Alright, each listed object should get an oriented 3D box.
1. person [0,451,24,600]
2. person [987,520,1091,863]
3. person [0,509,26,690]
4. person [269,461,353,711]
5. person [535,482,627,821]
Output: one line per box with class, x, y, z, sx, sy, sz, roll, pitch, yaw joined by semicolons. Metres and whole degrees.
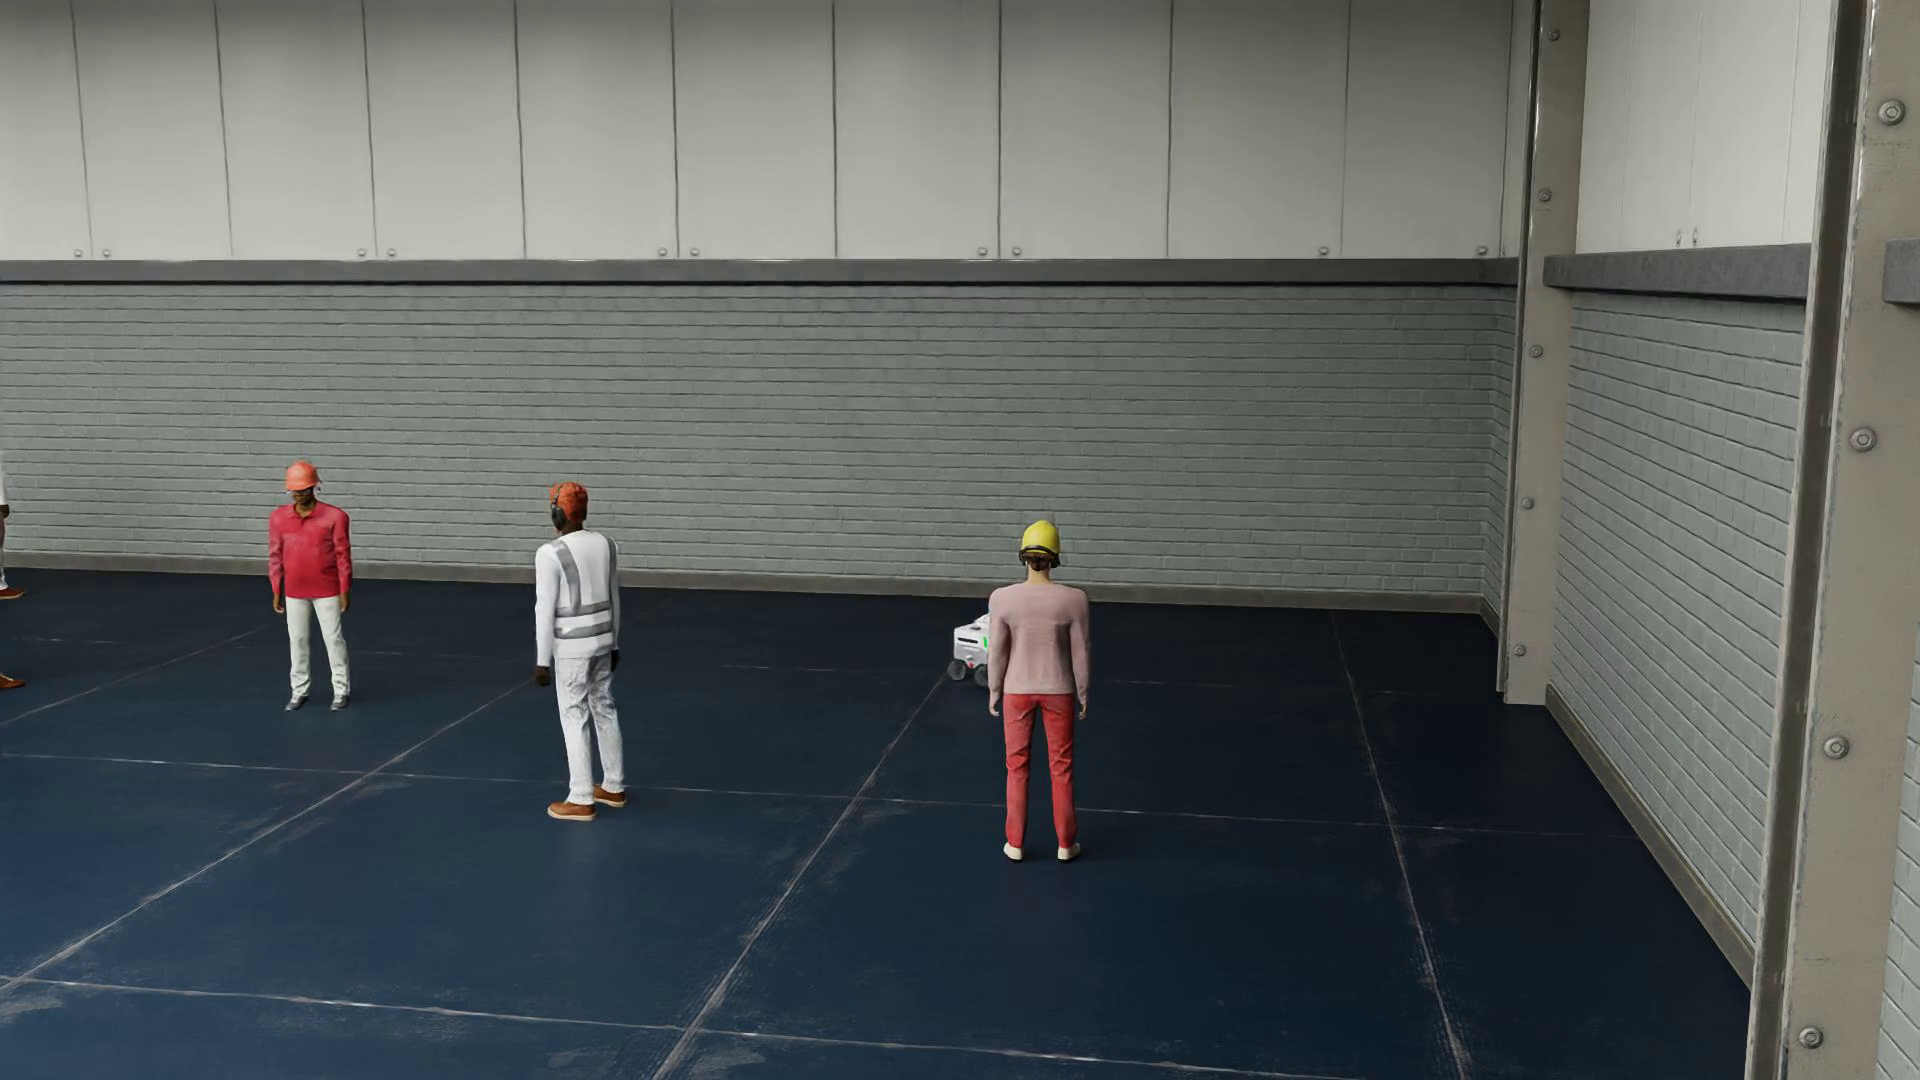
person;-8.986;-0.382;15.331;0.586;1.882;0.341;5;10;27
person;0.404;0.780;8.533;0.530;1.767;0.328;1;9;4
person;-7.120;0.142;12.034;0.651;1.907;0.409;6;11;35
person;-4.469;0.322;11.437;0.563;1.742;0.352;0;9;0
person;-2.114;0.610;9.285;0.380;1.872;0.589;5;11;30
